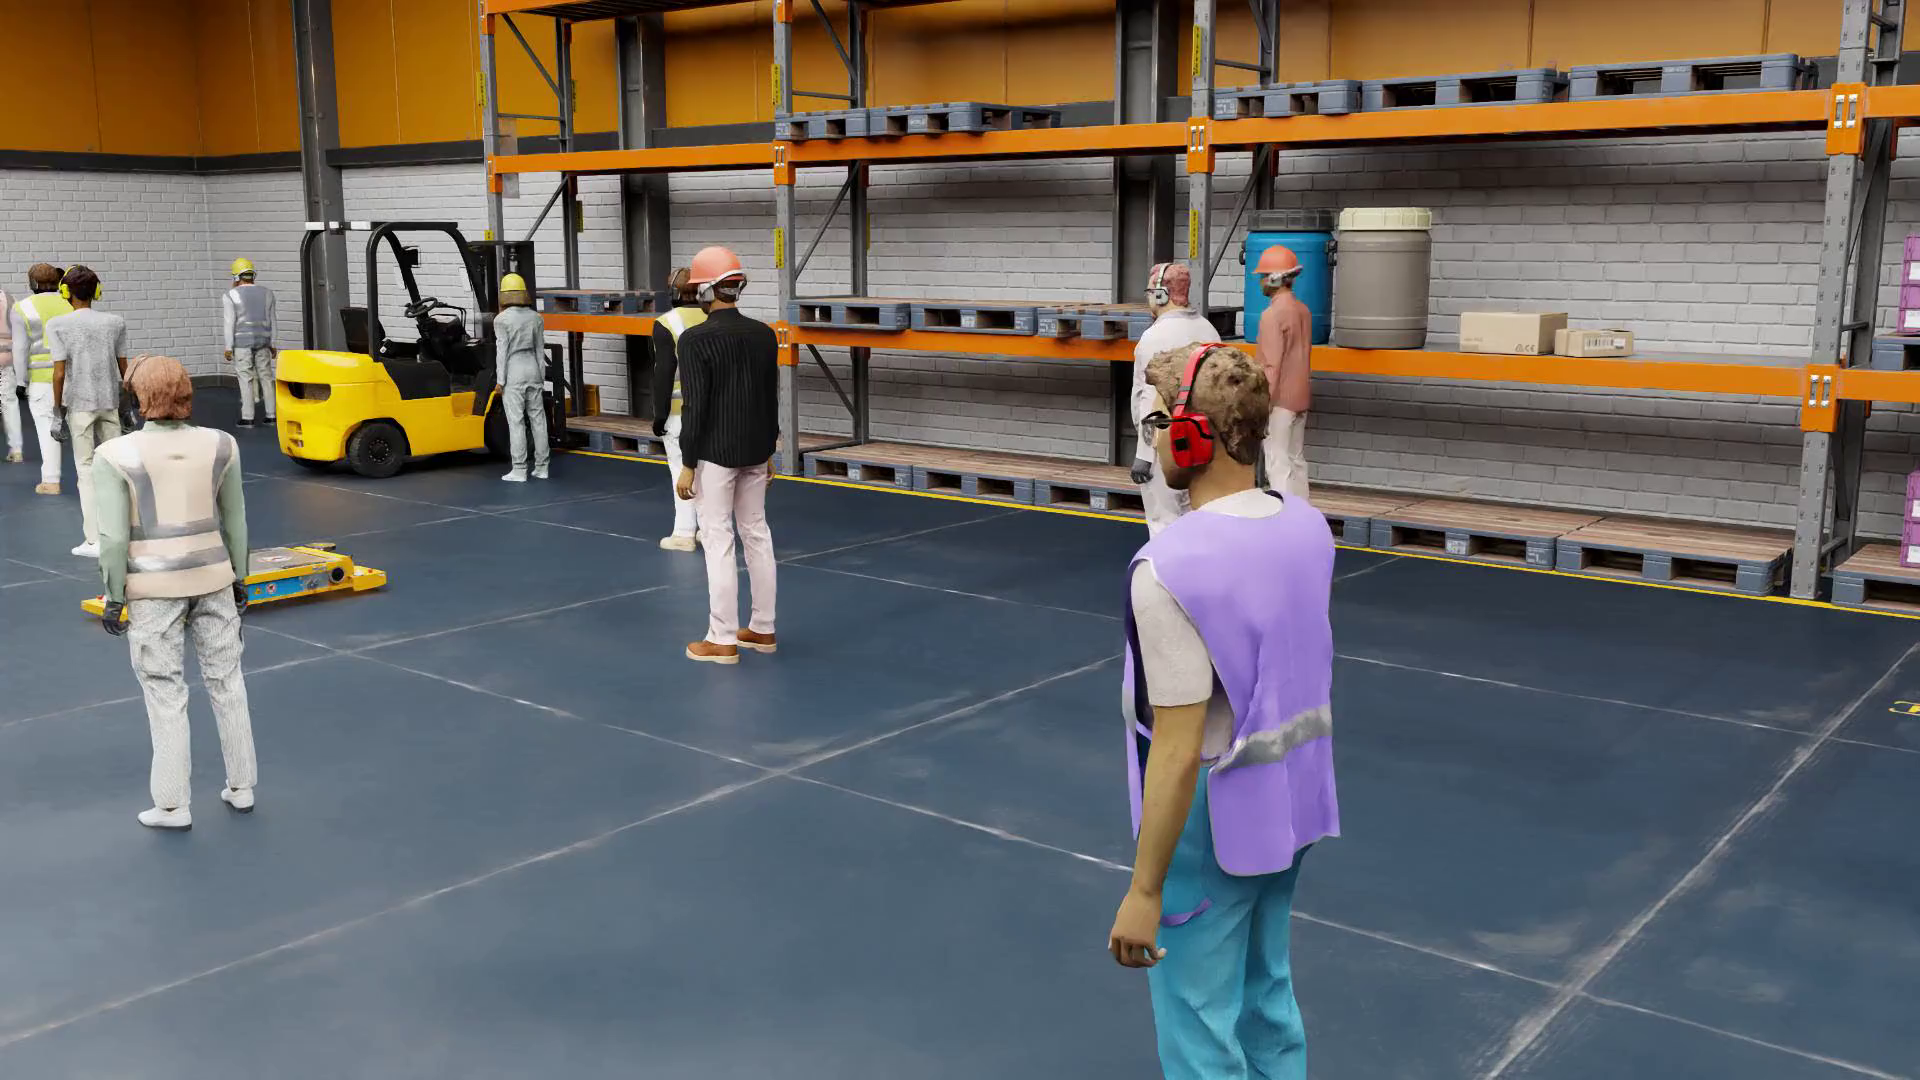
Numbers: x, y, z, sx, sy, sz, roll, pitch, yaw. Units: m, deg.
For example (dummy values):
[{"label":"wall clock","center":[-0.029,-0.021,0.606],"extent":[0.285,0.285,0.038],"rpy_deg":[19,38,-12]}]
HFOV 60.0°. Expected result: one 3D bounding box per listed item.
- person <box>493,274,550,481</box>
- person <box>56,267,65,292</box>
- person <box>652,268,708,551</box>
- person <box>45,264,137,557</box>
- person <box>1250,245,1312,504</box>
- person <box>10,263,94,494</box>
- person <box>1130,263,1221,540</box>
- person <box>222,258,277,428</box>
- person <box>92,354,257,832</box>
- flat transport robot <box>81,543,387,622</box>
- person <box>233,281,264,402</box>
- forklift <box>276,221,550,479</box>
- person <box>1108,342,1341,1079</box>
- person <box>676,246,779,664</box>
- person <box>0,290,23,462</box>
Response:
[{"label":"person","center":[-3.721,-1.367,14.035],"extent":[0.324,1.740,0.492],"rpy_deg":[8,13,38]},{"label":"person","center":[-10.730,-2.401,19.889],"extent":[0.317,1.695,0.540],"rpy_deg":[8,13,38]},{"label":"person","center":[-1.777,-0.853,10.912],"extent":[0.429,1.841,0.633],"rpy_deg":[8,13,38]},{"label":"person","center":[-5.566,-0.823,10.668],"extent":[0.310,1.868,0.533],"rpy_deg":[8,13,38]},{"label":"person","center":[2.037,-0.874,10.632],"extent":[0.411,1.988,0.645],"rpy_deg":[6,12,32]},{"label":"person","center":[-7.253,-1.288,13.325],"extent":[0.429,1.839,0.633],"rpy_deg":[8,13,38]},{"label":"person","center":[1.092,-0.492,8.734],"extent":[0.403,1.904,0.651],"rpy_deg":[8,13,38]},{"label":"person","center":[-7.687,-2.128,18.007],"extent":[0.404,1.827,0.600],"rpy_deg":[8,13,38]},{"label":"person","center":[-2.693,0.182,5.735],"extent":[0.310,1.638,0.522],"rpy_deg":[8,13,38]},{"label":"flat transport robot","center":[-4.015,0.231,9.258],"extent":[0.652,0.197,1.431],"rpy_deg":[8,13,38]},{"label":"person","center":[-8.877,-2.529,20.808],"extent":[0.329,1.622,0.525],"rpy_deg":[6,12,29]},{"label":"forklift","center":[-4.922,-1.741,14.854],"extent":[1.214,2.155,2.313],"rpy_deg":[8,13,38]},{"label":"person","center":[0.493,0.564,3.057],"extent":[0.373,1.840,0.570],"rpy_deg":[8,13,38]},{"label":"person","center":[-1.130,-0.406,8.012],"extent":[0.402,1.990,0.622],"rpy_deg":[8,13,38]},{"label":"person","center":[-8.808,-1.597,15.065],"extent":[0.432,1.838,0.648],"rpy_deg":[6,12,32]}]
